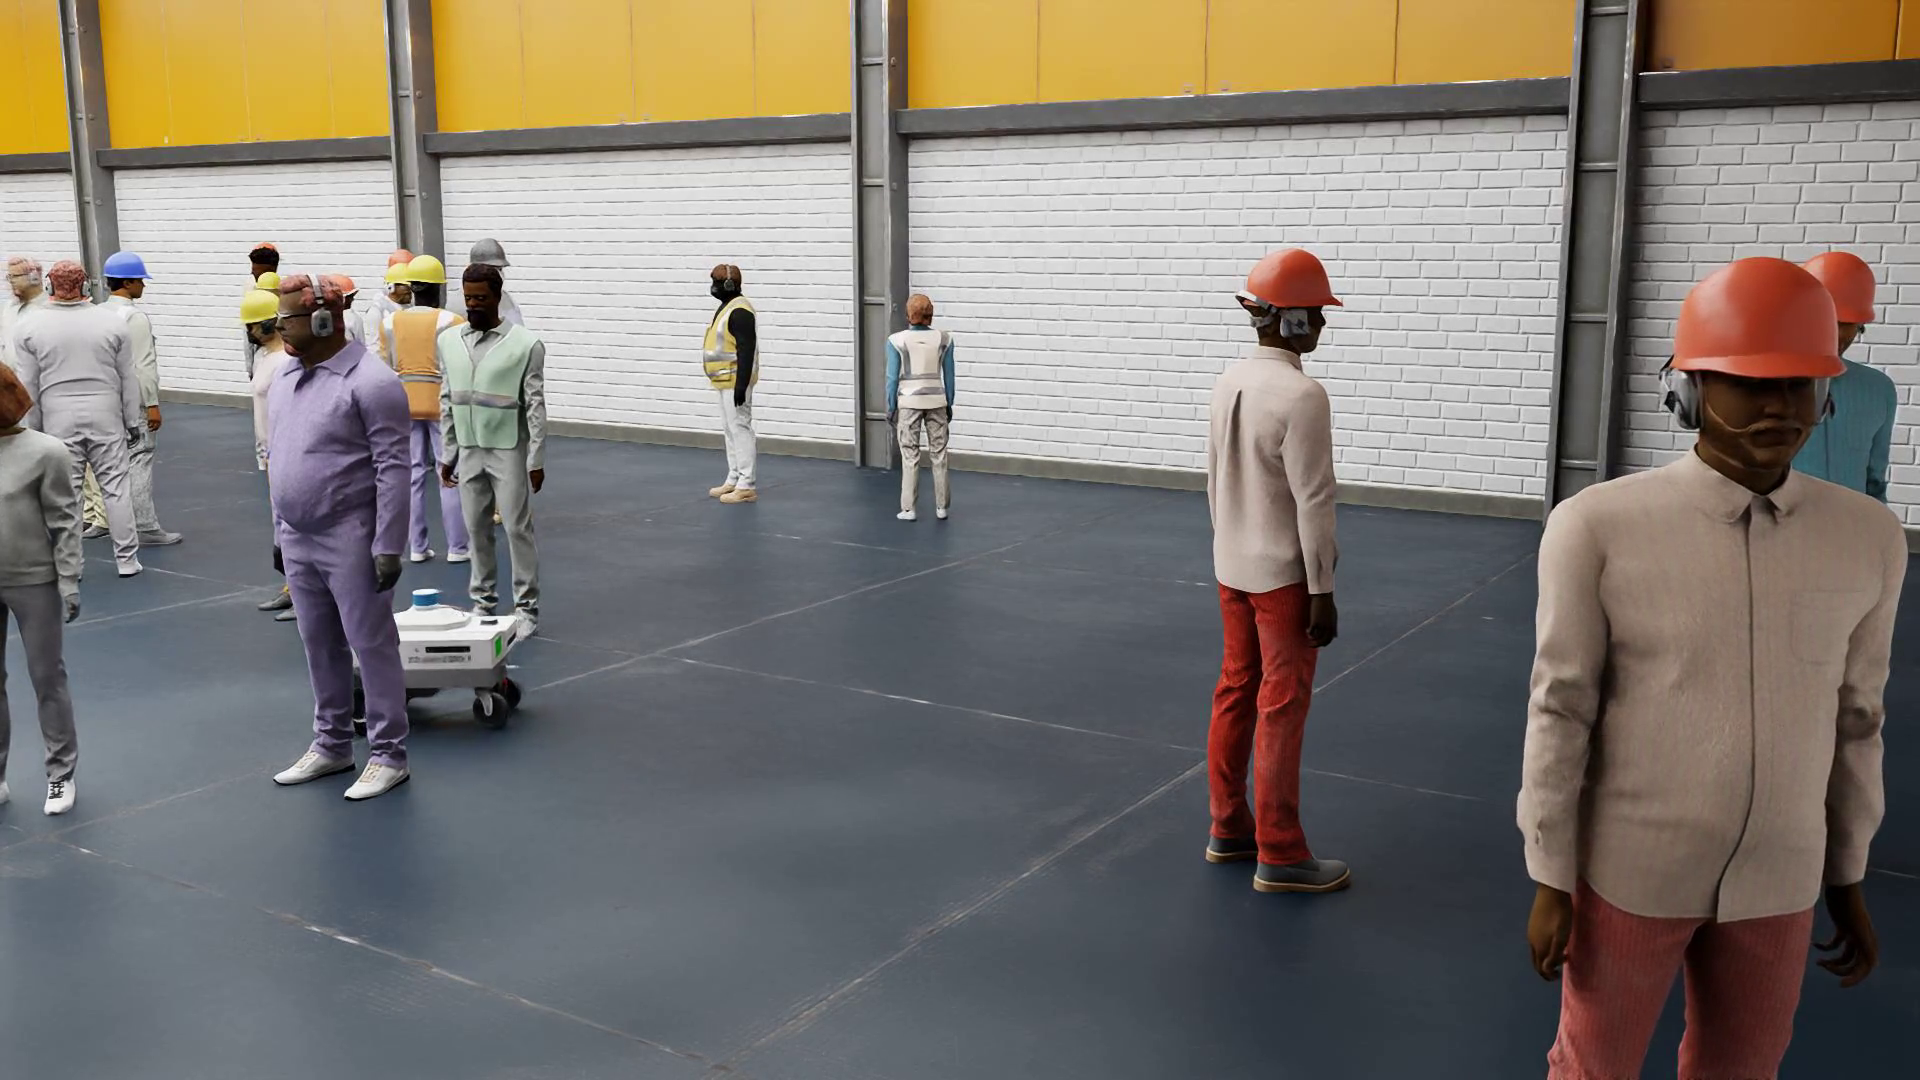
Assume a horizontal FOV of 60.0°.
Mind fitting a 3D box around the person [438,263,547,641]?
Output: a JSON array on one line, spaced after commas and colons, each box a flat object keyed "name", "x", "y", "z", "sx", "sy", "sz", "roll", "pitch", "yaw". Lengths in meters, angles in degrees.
[{"name": "person", "x": -2.364, "y": -0.442, "z": 8.459, "sx": 0.587, "sy": 1.911, "sz": 0.396, "roll": 3, "pitch": 11, "yaw": 16}]

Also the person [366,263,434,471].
[{"name": "person", "x": -4.834, "y": -1.475, "z": 14.412, "sx": 0.403, "sy": 1.825, "sz": 0.595, "roll": 5, "pitch": 12, "yaw": 28}]

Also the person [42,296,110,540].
[{"name": "person", "x": -5.995, "y": -0.883, "z": 11.319, "sx": 0.329, "sy": 1.751, "sz": 0.572, "roll": -9, "pitch": 13, "yaw": -40}]

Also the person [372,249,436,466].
[{"name": "person", "x": -4.901, "y": -1.594, "z": 14.748, "sx": 0.357, "sy": 1.938, "sz": 0.543, "roll": 7, "pitch": 12, "yaw": 34}]

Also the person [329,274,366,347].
[{"name": "person", "x": -4.951, "y": -1.262, "z": 13.417, "sx": 0.326, "sy": 1.752, "sz": 0.559, "roll": -2, "pitch": 10, "yaw": -13}]

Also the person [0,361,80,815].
[{"name": "person", "x": -3.344, "y": 0.167, "z": 5.832, "sx": 0.498, "sy": 1.633, "sz": 0.283, "roll": -1, "pitch": 10, "yaw": -6}]

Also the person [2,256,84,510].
[{"name": "person", "x": -6.795, "y": -1.129, "z": 12.262, "sx": 0.652, "sy": 1.906, "sz": 0.402, "roll": 4, "pitch": 11, "yaw": 19}]

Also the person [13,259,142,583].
[{"name": "person", "x": -5.216, "y": -0.700, "z": 9.878, "sx": 0.640, "sy": 1.910, "sz": 0.407, "roll": -6, "pitch": 12, "yaw": -29}]

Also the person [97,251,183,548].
[{"name": "person", "x": -5.476, "y": -0.922, "z": 10.995, "sx": 0.616, "sy": 1.945, "sz": 0.404, "roll": 7, "pitch": 12, "yaw": 34}]

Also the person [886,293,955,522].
[{"name": "person", "x": -0.281, "y": -0.945, "z": 11.973, "sx": 0.515, "sy": 1.642, "sz": 0.314, "roll": -3, "pitch": 11, "yaw": -14}]

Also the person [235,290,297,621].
[{"name": "person", "x": -3.634, "y": -0.446, "z": 8.890, "sx": 0.337, "sy": 1.760, "sz": 0.526, "roll": -7, "pitch": 12, "yaw": -33}]

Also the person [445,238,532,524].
[{"name": "person", "x": -3.328, "y": -1.139, "z": 11.940, "sx": 0.535, "sy": 2.000, "sz": 0.684, "roll": 4, "pitch": 11, "yaw": 22}]

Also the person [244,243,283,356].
[{"name": "person", "x": -7.068, "y": -2.044, "z": 17.087, "sx": 0.612, "sy": 1.993, "sz": 0.382, "roll": 7, "pitch": 12, "yaw": 32}]

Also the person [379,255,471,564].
[{"name": "person", "x": -3.310, "y": -0.805, "z": 10.402, "sx": 0.587, "sy": 1.928, "sz": 0.382, "roll": 2, "pitch": 10, "yaw": 10}]

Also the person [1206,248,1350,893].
[{"name": "person", "x": 0.988, "y": 0.100, "z": 5.206, "sx": 0.377, "sy": 1.995, "sz": 0.612, "roll": -4, "pitch": 11, "yaw": -21}]

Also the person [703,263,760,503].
[{"name": "person", "x": -1.774, "y": -1.212, "z": 12.899, "sx": 0.429, "sy": 1.842, "sz": 0.629, "roll": -4, "pitch": 11, "yaw": -19}]

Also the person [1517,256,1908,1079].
[{"name": "person", "x": 1.226, "y": 0.544, "z": 2.741, "sx": 0.612, "sy": 1.995, "sz": 0.392, "roll": -1, "pitch": 10, "yaw": -3}]

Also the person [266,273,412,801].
[{"name": "person", "x": -2.288, "y": -0.006, "z": 6.045, "sx": 0.652, "sy": 1.903, "sz": 0.403, "roll": 6, "pitch": 12, "yaw": 29}]

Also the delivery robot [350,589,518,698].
[{"name": "delivery robot", "x": -2.235, "y": 0.450, "z": 6.993, "sx": 0.707, "sy": 0.478, "sz": 0.477, "roll": -1, "pitch": 10, "yaw": -3}]
